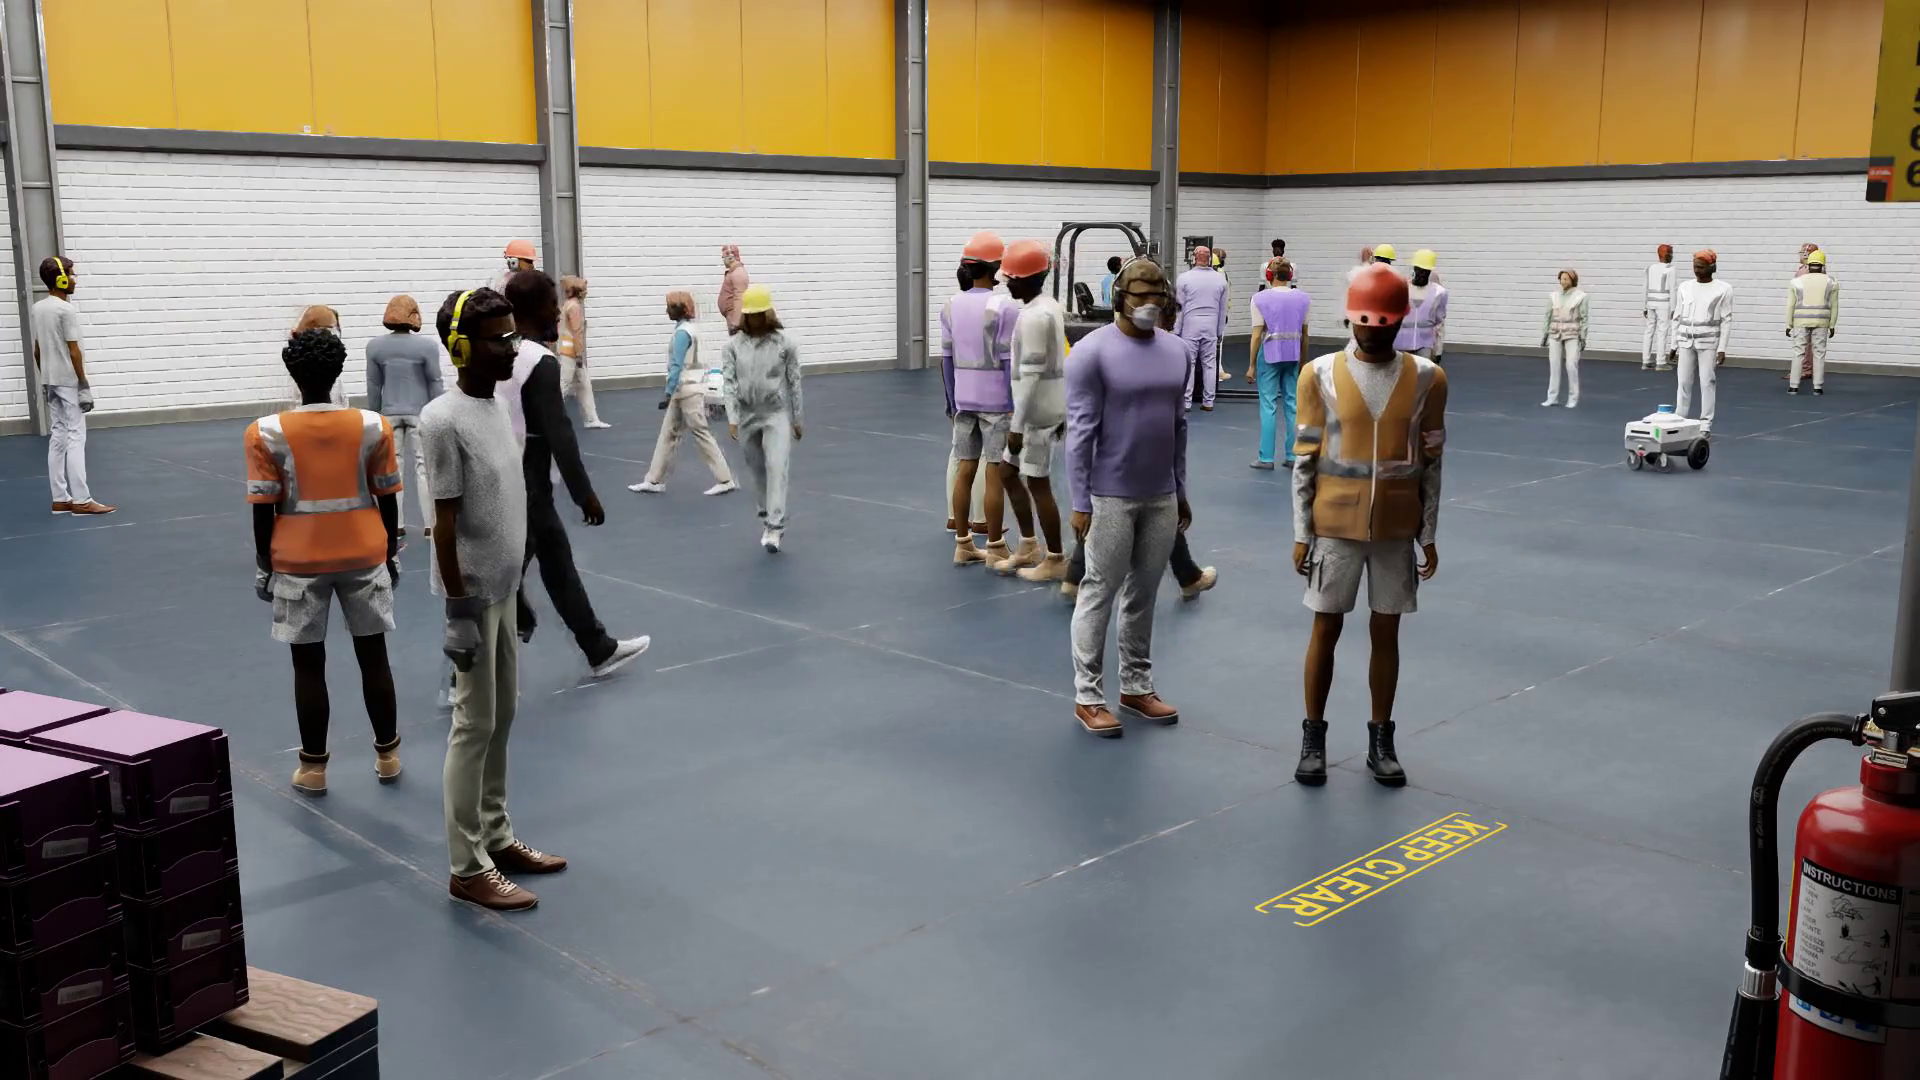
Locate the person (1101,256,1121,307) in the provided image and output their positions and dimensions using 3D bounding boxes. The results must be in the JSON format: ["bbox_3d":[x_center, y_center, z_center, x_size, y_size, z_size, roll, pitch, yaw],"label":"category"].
[{"bbox_3d":[2.375,-3.546,25.817,0.322,1.697,0.532,-5,11,-24],"label":"person"}]

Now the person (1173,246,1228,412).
[{"bbox_3d":[2.745,-2.420,19.142,0.647,1.901,0.402,-3,11,-15],"label":"person"}]

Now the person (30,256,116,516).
[{"bbox_3d":[-6.469,-1.109,12.056,0.517,1.874,0.327,6,12,31],"label":"person"}]

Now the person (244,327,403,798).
[{"bbox_3d":[-2.289,0.082,6.035,0.540,1.695,0.317,-6,12,-31],"label":"person"}]

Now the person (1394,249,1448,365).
[{"bbox_3d":[4.564,-1.975,16.735,0.614,1.894,0.705,2,11,11],"label":"person"}]

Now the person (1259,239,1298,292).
[{"bbox_3d":[5.036,-3.787,26.395,0.617,1.964,0.361,4,11,19],"label":"person"}]

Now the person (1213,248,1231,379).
[{"bbox_3d":[3.622,-3.207,23.581,0.429,1.842,0.621,-4,11,-22],"label":"person"}]

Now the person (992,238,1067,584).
[{"bbox_3d":[0.363,-0.724,9.600,0.647,1.999,0.659,2,11,12],"label":"person"}]

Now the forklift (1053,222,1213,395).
[{"bbox_3d":[1.935,-2.847,20.651,2.313,2.155,1.214,2,11,13],"label":"forklift"}]

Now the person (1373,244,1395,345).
[{"bbox_3d":[4.921,-2.509,19.562,0.396,1.918,0.587,-9,13,-39],"label":"person"}]

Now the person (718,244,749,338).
[{"bbox_3d":[-2.890,-2.813,21.272,0.403,1.908,0.661,-1,10,-7],"label":"person"}]

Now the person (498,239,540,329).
[{"bbox_3d":[-3.800,-1.600,14.411,0.392,1.988,0.609,-3,11,-17],"label":"person"}]

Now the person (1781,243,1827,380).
[{"bbox_3d":[11.885,-3.214,23.432,0.638,1.910,0.407,-9,14,-42],"label":"person"}]

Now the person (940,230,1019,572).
[{"bbox_3d":[0.157,-0.829,10.047,0.607,2.048,0.366,10,14,43],"label":"person"}]

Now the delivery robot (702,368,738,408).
[{"bbox_3d":[-2.700,-1.663,18.413,0.707,0.478,0.477,9,14,41],"label":"delivery robot"}]

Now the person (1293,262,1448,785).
[{"bbox_3d":[1.492,-0.042,6.089,0.548,1.924,0.389,1,10,6],"label":"person"}]

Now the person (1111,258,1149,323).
[{"bbox_3d":[1.855,-2.173,18.087,0.947,1.800,0.646,-6,12,-28],"label":"person"}]

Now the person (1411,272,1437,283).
[{"bbox_3d":[7.388,-3.740,26.703,0.556,1.747,0.484,-4,11,-22],"label":"person"}]

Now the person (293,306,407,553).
[{"bbox_3d":[-3.862,-0.636,10.229,0.835,1.587,0.518,-1,10,-8],"label":"person"}]

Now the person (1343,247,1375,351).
[{"bbox_3d":[5.568,-3.122,23.071,0.963,1.870,0.658,-3,11,-17],"label":"person"}]

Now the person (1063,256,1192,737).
[{"bbox_3d":[0.694,-0.178,6.796,0.633,1.936,0.353,-7,13,-35],"label":"person"}]

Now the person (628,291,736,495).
[{"bbox_3d":[-2.157,-1.131,12.927,0.830,1.596,0.520,-2,11,-11],"label":"person"}]

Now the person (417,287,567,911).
[{"bbox_3d":[-1.425,0.181,5.053,0.323,1.861,0.528,1,10,5],"label":"person"}]

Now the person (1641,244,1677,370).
[{"bbox_3d":[10.523,-3.492,25.017,0.349,1.881,0.577,-5,12,-26],"label":"person"}]

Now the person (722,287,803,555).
[{"bbox_3d":[-1.265,-0.748,10.565,0.484,1.691,0.922,1,10,4],"label":"person"}]

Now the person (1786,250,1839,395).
[{"bbox_3d":[10.797,-2.749,21.100,0.591,1.833,0.403,5,11,23],"label":"person"}]

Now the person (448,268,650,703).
[{"bbox_3d":[-1.835,-0.234,7.289,1.014,1.865,0.587,-7,12,-32],"label":"person"}]

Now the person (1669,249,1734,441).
[{"bbox_3d":[7.252,-1.901,16.330,0.355,1.887,0.574,-9,13,-39],"label":"person"}]

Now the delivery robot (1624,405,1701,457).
[{"bbox_3d":[6.091,-0.930,14.415,0.707,0.478,0.477,-8,13,-36],"label":"delivery robot"}]

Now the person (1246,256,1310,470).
[{"bbox_3d":[2.752,-1.518,14.352,0.569,1.843,0.374,-4,11,-19],"label":"person"}]

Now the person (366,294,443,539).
[{"bbox_3d":[-3.684,-0.813,11.089,0.503,1.632,0.274,0,10,2],"label":"person"}]

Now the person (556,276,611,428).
[{"bbox_3d":[-4.081,-1.925,17.234,0.769,1.604,0.537,-2,11,-12],"label":"person"}]

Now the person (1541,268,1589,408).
[{"bbox_3d":[7.137,-2.379,19.618,0.311,1.637,0.523,-9,14,-41],"label":"person"}]

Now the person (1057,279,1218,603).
[{"bbox_3d":[0.989,-0.520,9.057,0.990,1.784,0.552,-5,11,-23],"label":"person"}]

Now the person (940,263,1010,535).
[{"bbox_3d":[0.091,-0.965,11.273,0.514,1.872,0.328,10,14,42],"label":"person"}]

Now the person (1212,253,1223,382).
[{"bbox_3d":[3.463,-3.078,23.068,0.300,1.772,0.530,-2,11,-13],"label":"person"}]
